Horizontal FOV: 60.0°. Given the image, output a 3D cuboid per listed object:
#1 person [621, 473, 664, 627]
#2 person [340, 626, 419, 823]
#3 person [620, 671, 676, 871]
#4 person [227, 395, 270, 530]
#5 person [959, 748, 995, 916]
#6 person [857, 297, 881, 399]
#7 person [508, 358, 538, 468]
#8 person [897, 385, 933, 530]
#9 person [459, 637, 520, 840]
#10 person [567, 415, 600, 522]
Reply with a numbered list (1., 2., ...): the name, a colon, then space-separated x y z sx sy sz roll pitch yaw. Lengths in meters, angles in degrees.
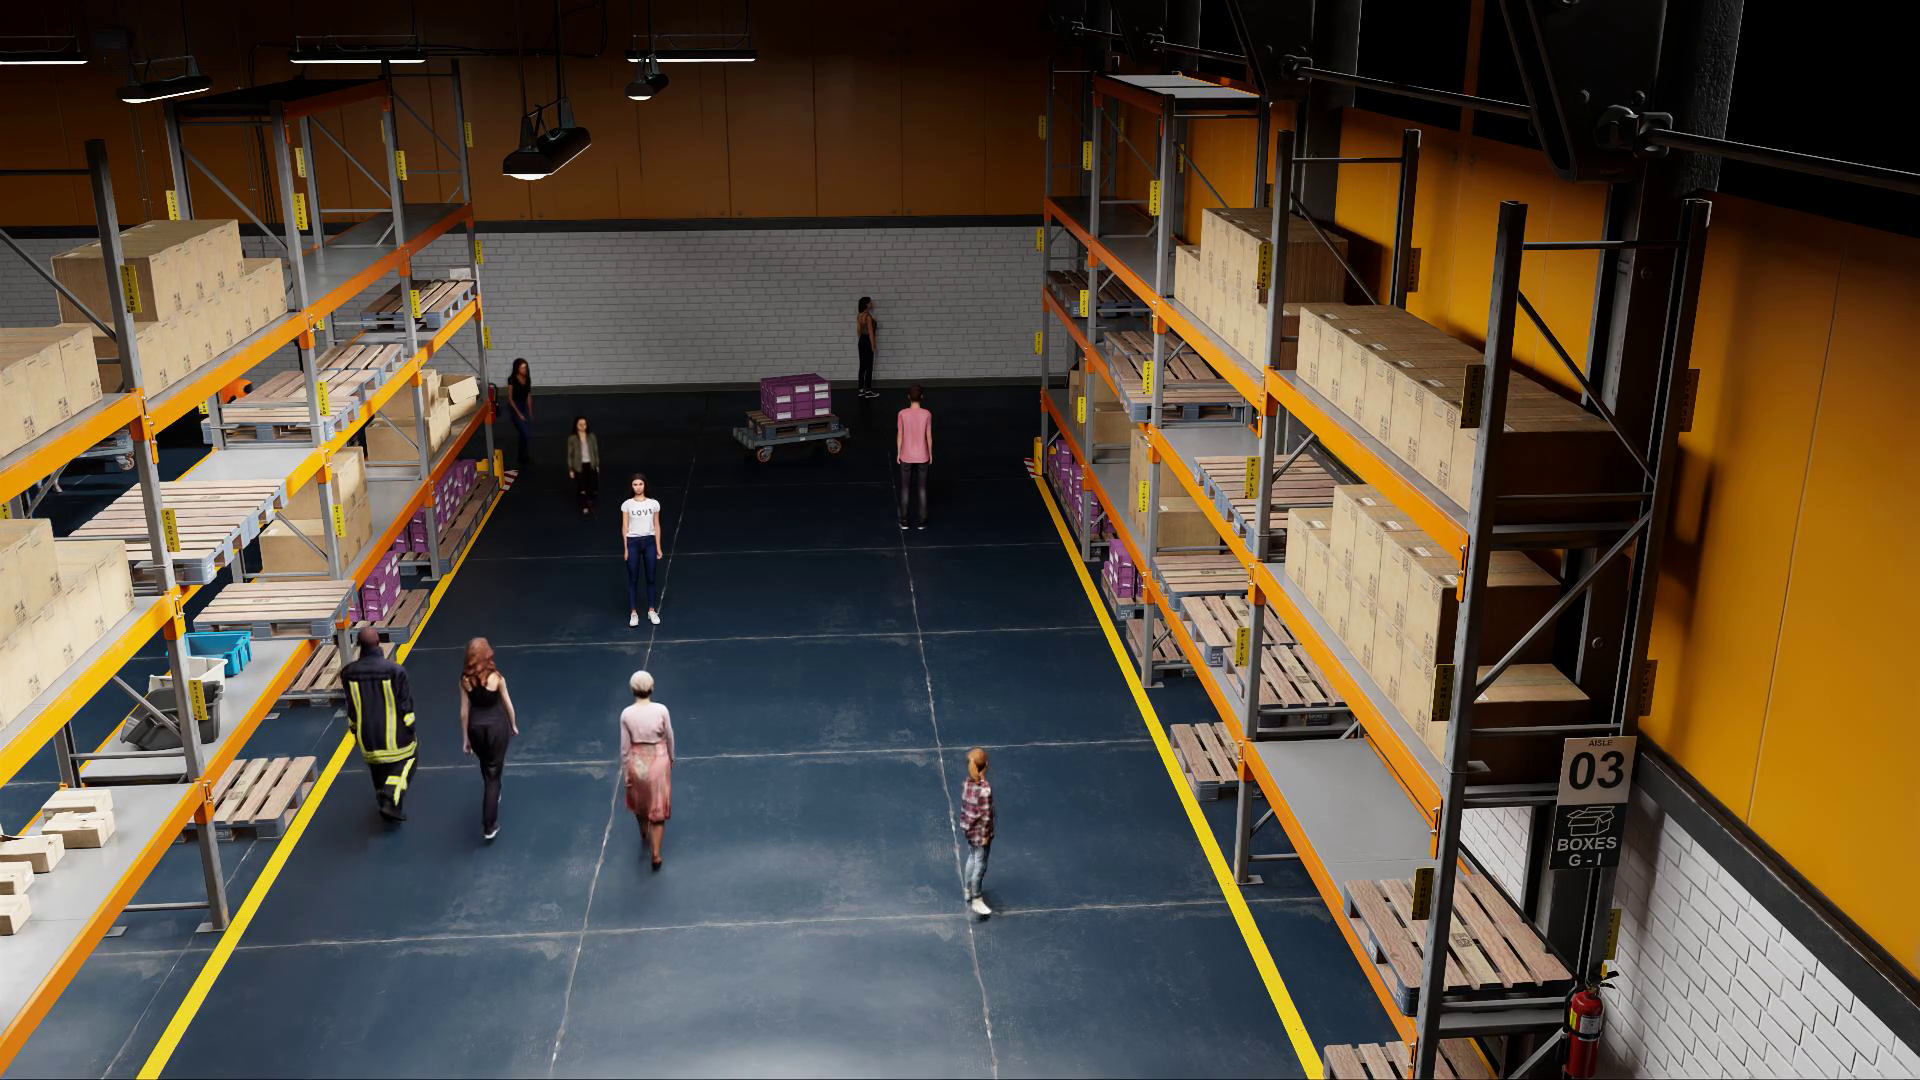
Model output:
1. person: -3.618 0.097 18.868 0.636 1.774 0.590 -6 19 -17
2. person: -4.979 1.615 14.297 0.777 1.815 0.880 0 19 1
3. person: -2.544 1.923 13.612 0.605 1.670 0.867 -2 19 -7
4. person: -9.539 -1.025 22.066 0.852 1.861 0.826 -8 20 -24
5. person: 0.126 2.294 13.100 0.783 1.292 0.568 -5 19 -14
6. person: -1.661 -3.412 29.296 0.752 1.769 0.637 -12 22 -31
7. person: -6.626 -1.878 24.856 0.880 1.695 0.834 9 21 26
8. person: -0.609 -1.102 22.141 0.623 1.958 0.547 -1 19 -4
9. person: -4.037 1.715 14.190 0.608 1.693 1.143 -1 19 -2
10. person: -5.117 -0.989 22.576 0.667 1.467 0.686 -7 20 -20
